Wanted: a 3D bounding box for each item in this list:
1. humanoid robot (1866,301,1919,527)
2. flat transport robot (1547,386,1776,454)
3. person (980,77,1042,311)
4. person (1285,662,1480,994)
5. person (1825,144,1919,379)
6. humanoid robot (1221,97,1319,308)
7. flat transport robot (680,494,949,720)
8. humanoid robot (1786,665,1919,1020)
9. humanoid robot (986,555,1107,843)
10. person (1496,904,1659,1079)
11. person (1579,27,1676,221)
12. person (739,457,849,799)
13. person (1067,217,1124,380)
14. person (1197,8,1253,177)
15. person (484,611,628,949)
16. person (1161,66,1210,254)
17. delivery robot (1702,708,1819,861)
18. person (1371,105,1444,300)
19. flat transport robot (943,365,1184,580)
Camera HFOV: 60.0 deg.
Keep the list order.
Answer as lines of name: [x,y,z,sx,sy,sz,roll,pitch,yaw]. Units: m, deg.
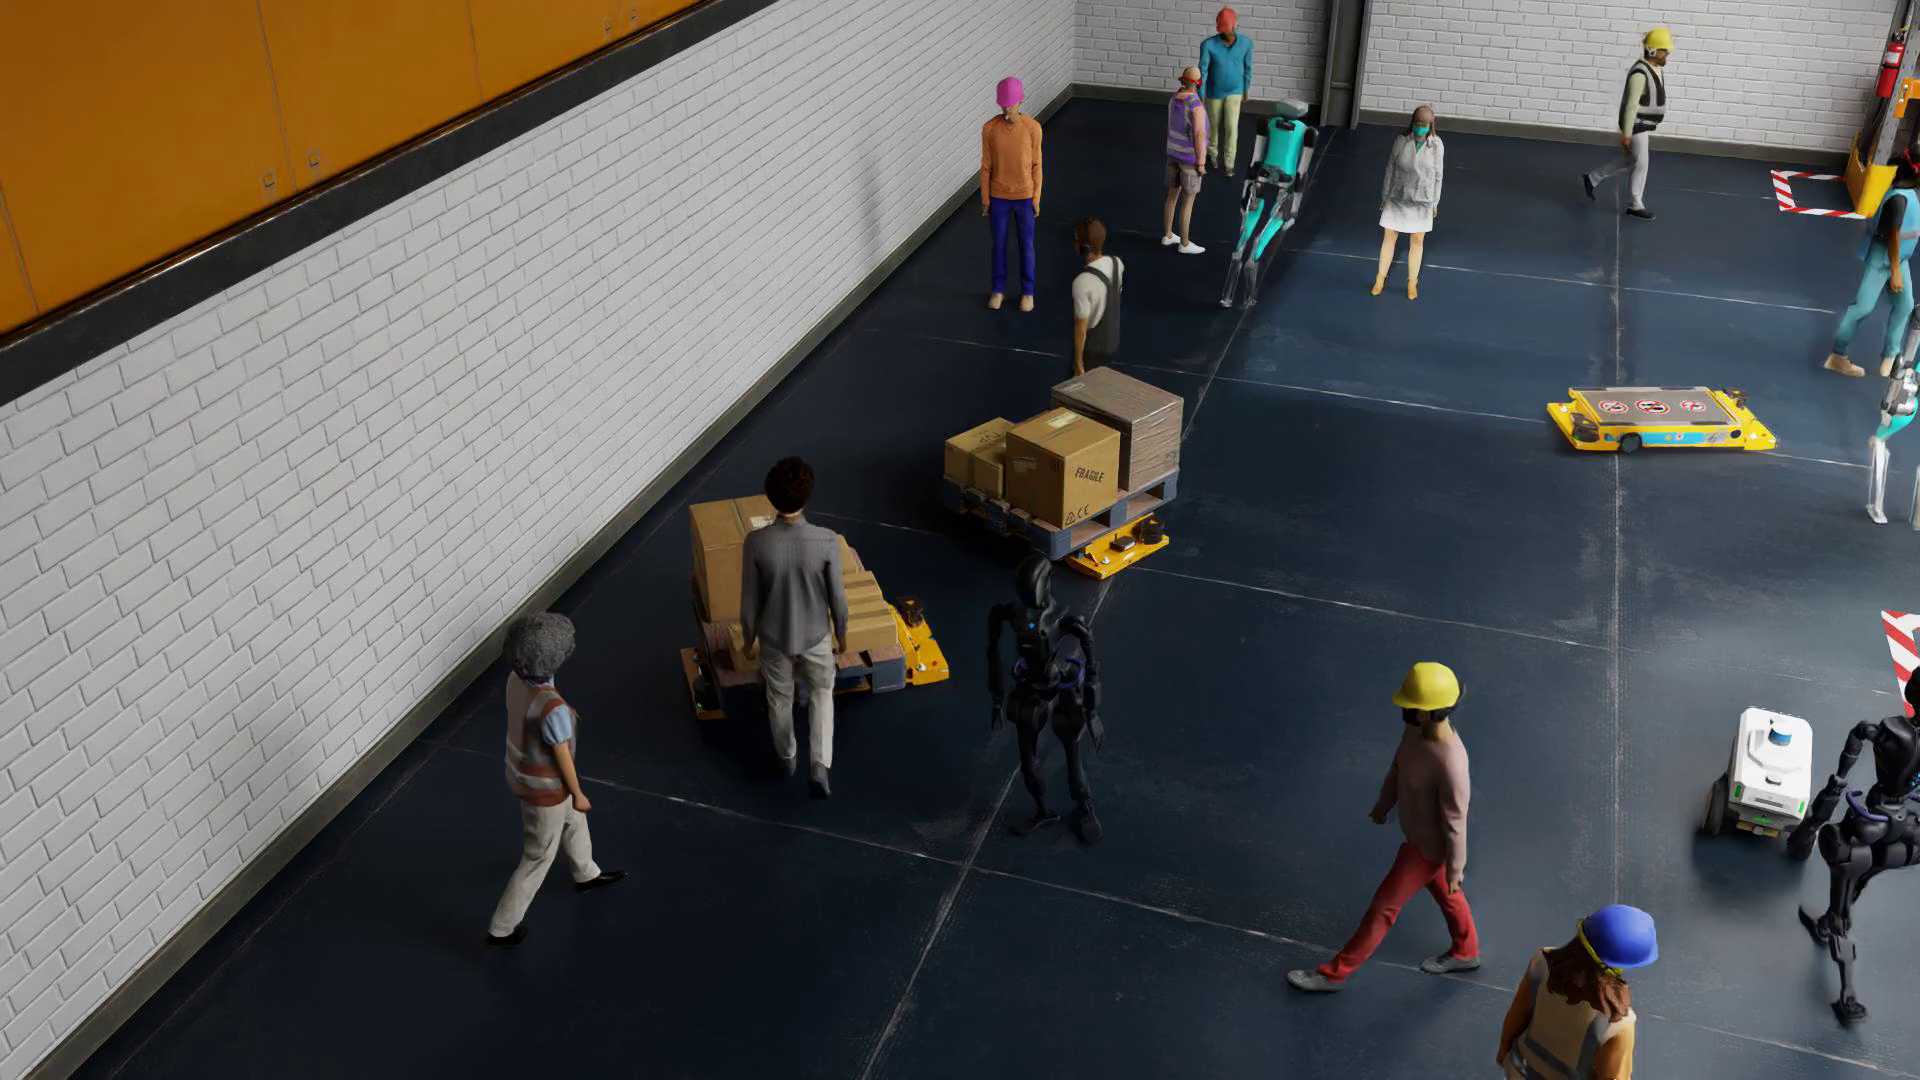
humanoid robot: [6.217,-0.876,10.725,0.547,1.848,0.659,13,33,21]
flat transport robot: [5.100,-0.877,12.118,1.431,0.231,0.659,0,30,-1]
person: [0.422,-2.871,13.834,0.516,1.974,0.397,4,31,6]
person: [1.929,1.242,7.088,0.922,1.705,0.533,-1,30,-1]
person: [7.126,-2.051,12.562,0.504,1.846,0.767,-23,37,-34]
humanoid robot: [2.462,-2.722,13.816,0.560,1.753,0.936,25,39,36]
flat transport robot: [-0.838,0.666,9.493,1.431,0.231,0.659,-9,32,-14]
humanoid robot: [3.945,1.264,7.149,0.612,1.653,0.771,0,30,1]
humanoid robot: [0.433,0.755,7.951,0.607,1.637,0.419,11,32,18]
person: [2.112,1.937,5.883,0.440,1.766,0.504,-20,36,-30]
person: [6.431,-4.006,15.919,0.751,1.812,0.591,18,35,28]
person: [-0.821,0.468,8.245,0.544,1.883,0.628,-1,30,-2]
person: [0.972,-1.285,11.271,0.581,1.829,0.528,23,38,34]
person: [2.703,-4.585,17.004,0.584,1.701,0.842,1,30,1]
person: [-1.914,1.069,7.427,0.745,1.650,0.455,-19,35,-29]
person: [2.042,-3.439,15.068,0.348,1.694,0.493,-16,34,-25]
delivery robot: [4.047,1.176,8.327,0.499,0.579,0.766,13,33,21]
person: [3.814,-2.855,14.107,0.487,1.659,0.340,10,32,17]
flat transport robot: [0.621,-0.183,10.937,0.659,0.231,1.431,-26,39,-37]
